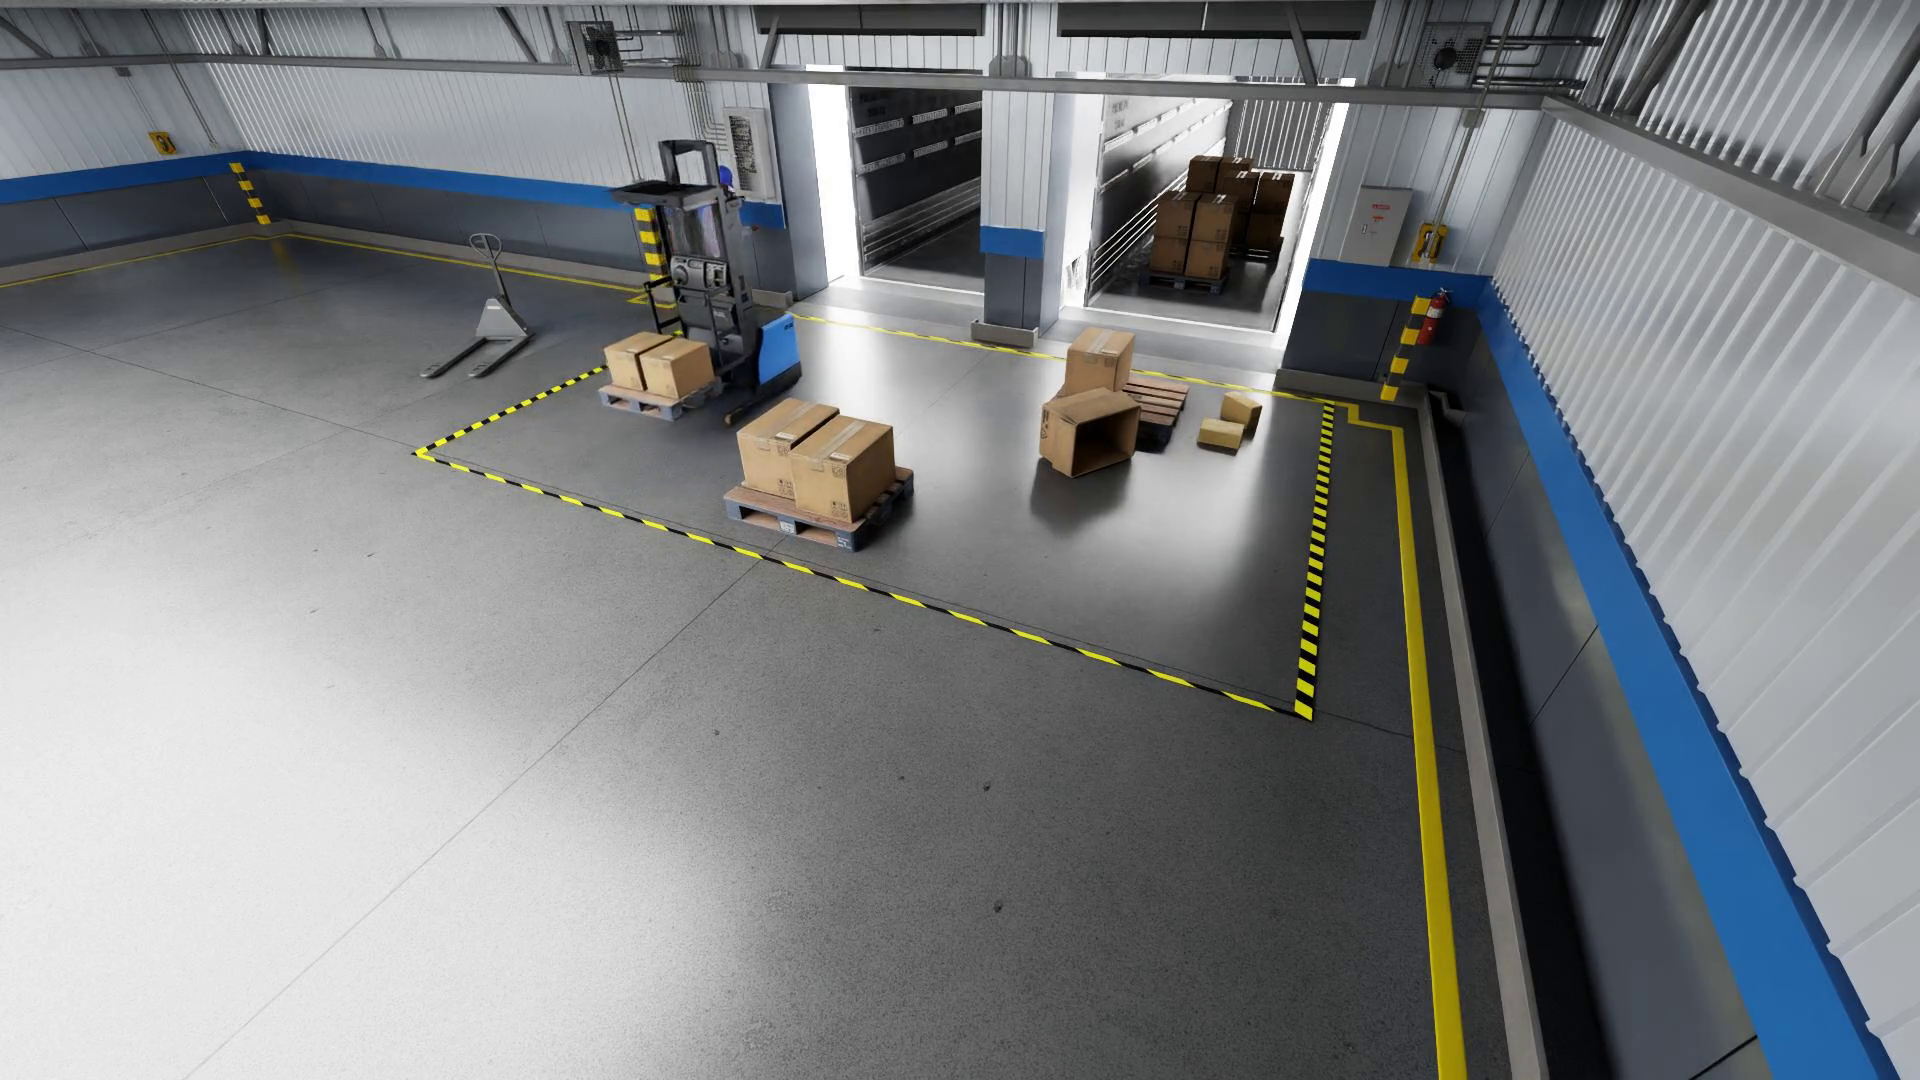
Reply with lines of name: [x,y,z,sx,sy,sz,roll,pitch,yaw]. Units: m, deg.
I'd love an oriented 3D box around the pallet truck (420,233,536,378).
pallet truck: [-5.664,-2.712,8.427,0.680,1.201,1.601,0,35,-1]

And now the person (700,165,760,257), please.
person: [-2.898,-3.744,9.328,0.691,1.878,0.794,-25,42,-31]

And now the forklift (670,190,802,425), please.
forklift: [-2.244,-2.467,7.394,0.716,2.013,0.776,15,38,20]
